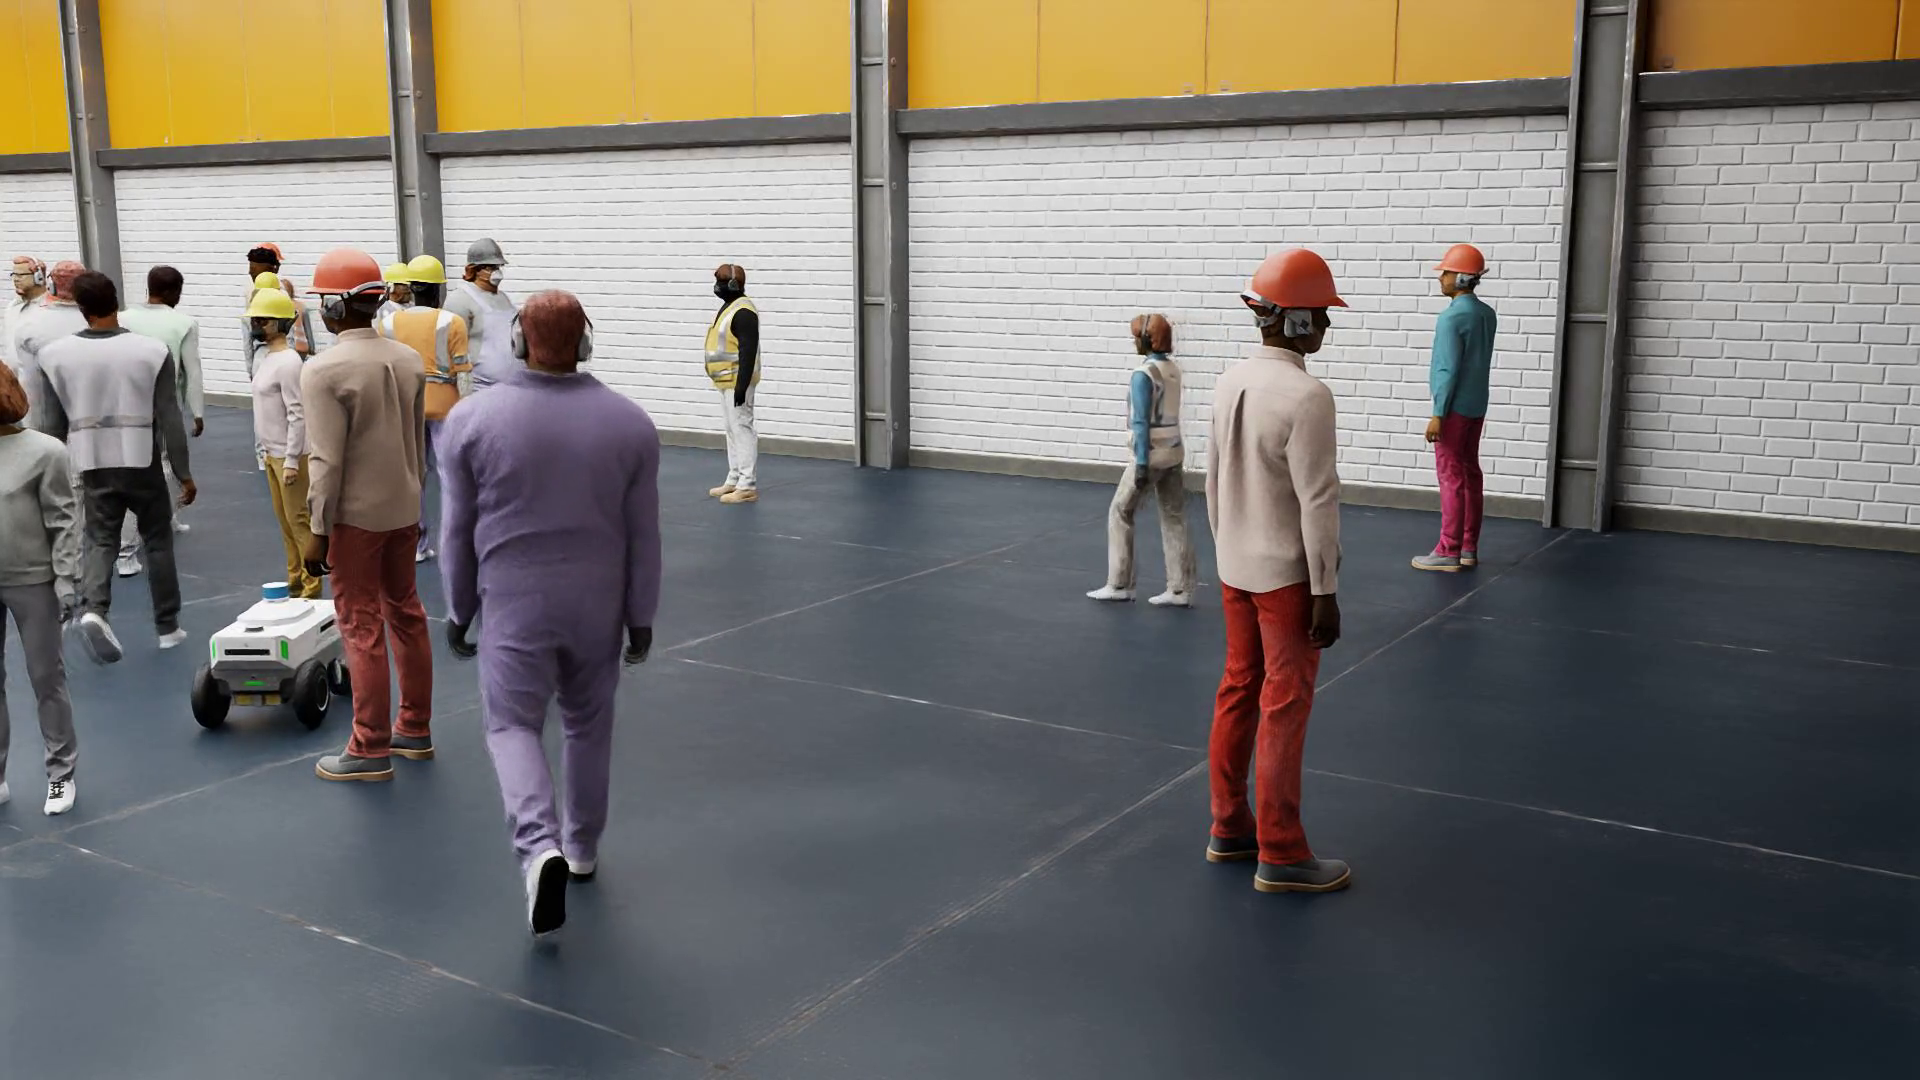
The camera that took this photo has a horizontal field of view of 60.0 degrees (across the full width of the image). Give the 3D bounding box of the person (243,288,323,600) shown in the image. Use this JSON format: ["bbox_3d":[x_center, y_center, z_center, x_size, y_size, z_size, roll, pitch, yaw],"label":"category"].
[{"bbox_3d":[-3.626,-0.455,8.905,0.304,1.772,0.523,-7,13,-35],"label":"person"}]

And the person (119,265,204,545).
[{"bbox_3d":[-5.353,-0.884,11.024,0.630,1.872,0.895,0,10,3],"label":"person"}]

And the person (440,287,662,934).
[{"bbox_3d":[-1.207,0.193,4.984,0.645,1.885,0.797,-4,11,-23],"label":"person"}]

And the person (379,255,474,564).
[{"bbox_3d":[-3.303,-0.803,10.393,0.584,1.928,0.367,1,10,8],"label":"person"}]

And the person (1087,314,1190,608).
[{"bbox_3d":[0.996,-0.434,9.187,0.680,1.609,0.547,7,12,32],"label":"person"}]

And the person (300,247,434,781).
[{"bbox_3d":[-2.239,-0.091,6.265,0.382,1.995,0.612,3,11,18],"label":"person"}]

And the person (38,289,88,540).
[{"bbox_3d":[-6.003,-0.880,11.303,0.339,1.749,0.573,-9,13,-40],"label":"person"}]

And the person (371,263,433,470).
[{"bbox_3d":[-4.861,-1.482,14.448,0.403,1.825,0.594,5,11,26],"label":"person"}]

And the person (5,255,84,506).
[{"bbox_3d":[-6.782,-1.131,12.270,0.643,1.910,0.400,4,11,22],"label":"person"}]

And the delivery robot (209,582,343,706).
[{"bbox_3d":[-2.921,0.425,7.132,0.477,0.478,0.707,0,10,-2],"label":"delivery robot"}]

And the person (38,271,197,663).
[{"bbox_3d":[-4.046,-0.341,8.014,0.655,1.888,0.814,-3,11,-15],"label":"person"}]

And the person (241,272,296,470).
[{"bbox_3d":[-6.059,-1.484,14.677,0.483,1.745,0.299,2,10,9],"label":"person"}]

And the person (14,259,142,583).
[{"bbox_3d":[-5.205,-0.699,9.878,0.643,1.909,0.409,-6,12,-30],"label":"person"}]

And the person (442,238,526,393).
[{"bbox_3d":[-3.340,-1.140,11.946,0.535,2.000,0.673,4,11,21],"label":"person"}]

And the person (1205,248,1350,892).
[{"bbox_3d":[0.998,0.099,5.208,0.382,1.993,0.622,-4,11,-22],"label":"person"}]

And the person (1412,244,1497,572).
[{"bbox_3d":[3.052,-0.805,10.211,0.376,1.995,0.622,9,13,40],"label":"person"}]

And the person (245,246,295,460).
[{"bbox_3d":[-6.219,-1.665,15.063,0.362,1.963,0.614,-8,13,-38],"label":"person"}]

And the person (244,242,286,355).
[{"bbox_3d":[-7.063,-2.045,17.089,0.622,1.994,0.381,6,12,32],"label":"person"}]

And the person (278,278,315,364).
[{"bbox_3d":[-7.358,-2.097,18.445,0.748,1.608,0.520,6,12,31],"label":"person"}]

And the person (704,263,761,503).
[{"bbox_3d":[-1.761,-1.213,12.904,0.430,1.845,0.620,-4,11,-20],"label":"person"}]

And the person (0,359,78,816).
[{"bbox_3d":[-3.352,0.167,5.835,0.497,1.633,0.284,-1,10,-7],"label":"person"}]
